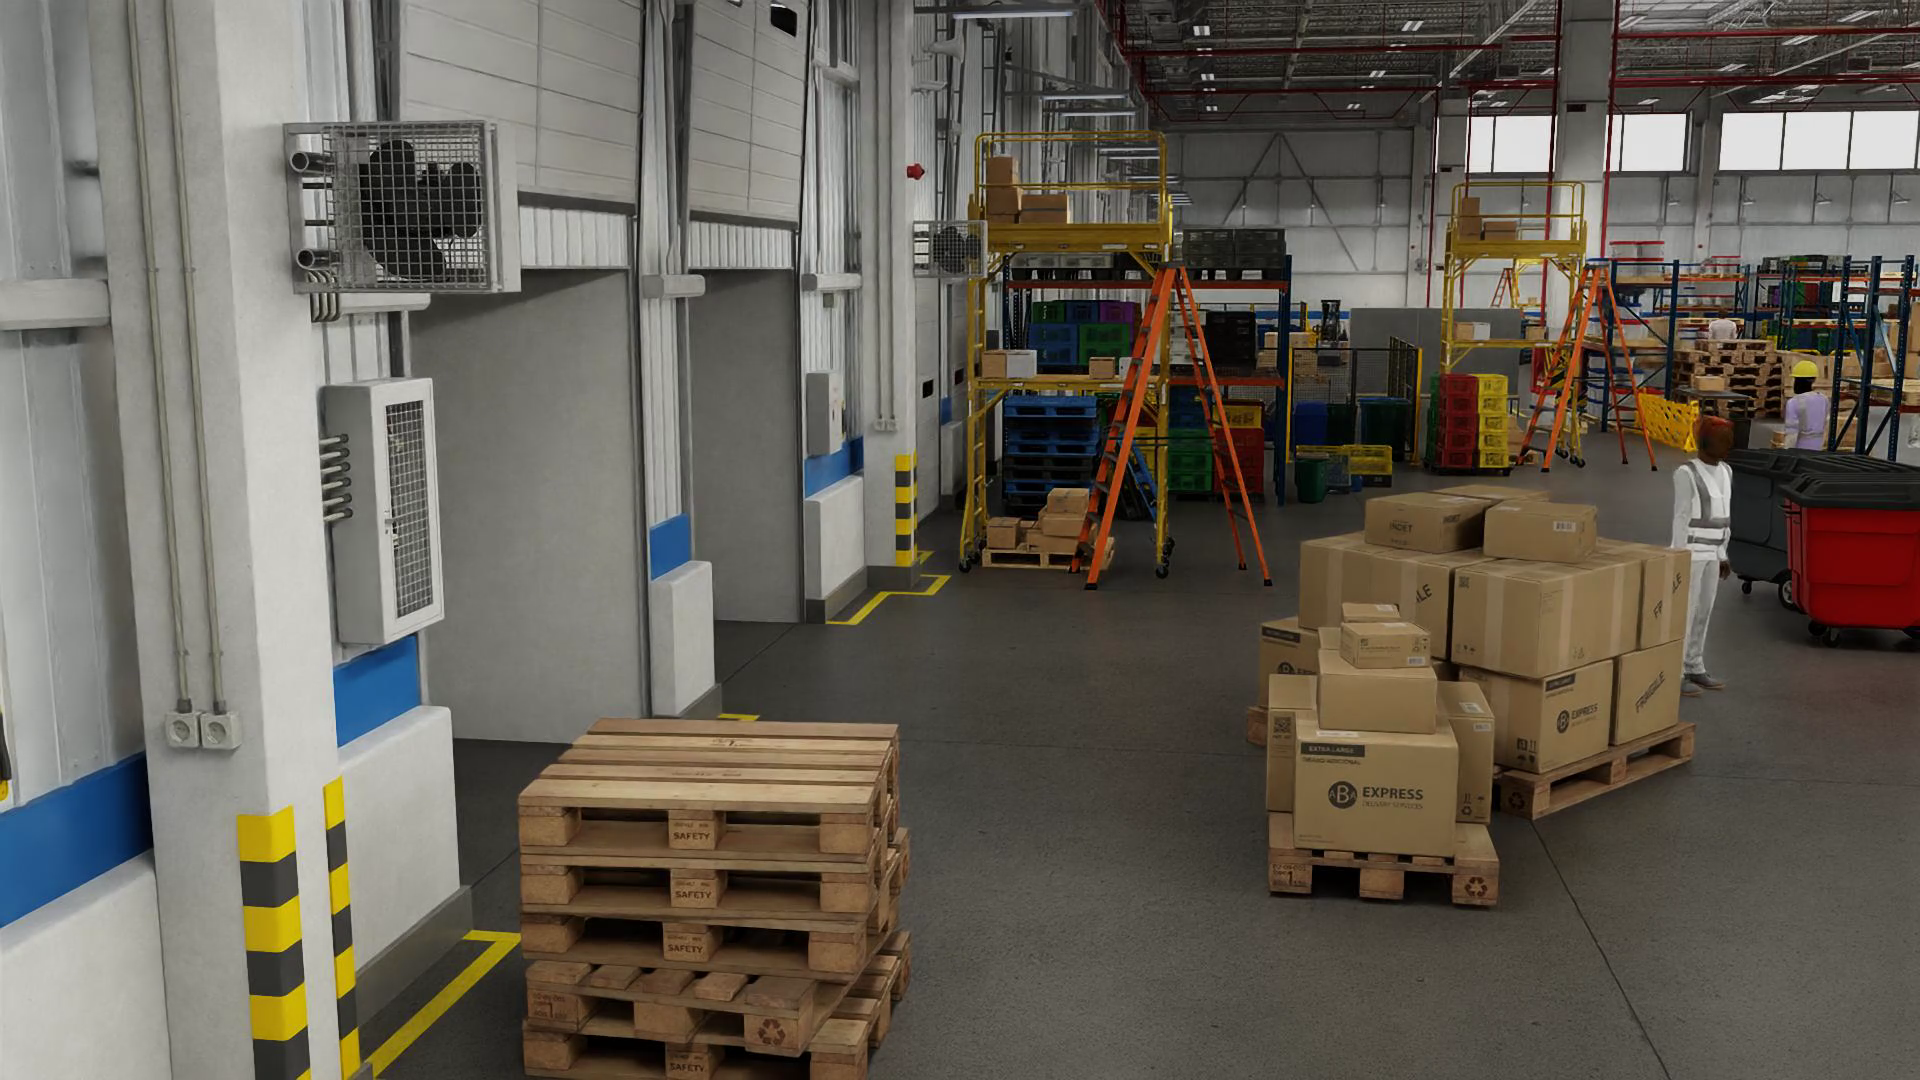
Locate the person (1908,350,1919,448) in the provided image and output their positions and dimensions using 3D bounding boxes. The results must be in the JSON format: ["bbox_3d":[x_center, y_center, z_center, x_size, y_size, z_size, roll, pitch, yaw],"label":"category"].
[{"bbox_3d":[15.503,-2.343,26.745,0.325,1.736,0.487,5,10,27],"label":"person"}]

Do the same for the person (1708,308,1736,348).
[{"bbox_3d":[18.300,-4.596,40.013,0.638,1.937,0.357,1,9,6],"label":"person"}]

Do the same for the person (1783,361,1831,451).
[{"bbox_3d":[8.635,-0.874,17.086,0.585,1.928,0.369,-5,10,-28],"label":"person"}]

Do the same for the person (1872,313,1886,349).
[{"bbox_3d":[26.224,-5.658,47.414,0.799,1.668,0.537,-2,9,-9],"label":"person"}]

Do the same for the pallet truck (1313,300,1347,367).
[{"bbox_3d":[11.159,-6.200,49.718,0.823,1.965,1.885,4,10,26],"label":"pallet truck"}]

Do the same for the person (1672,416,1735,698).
[{"bbox_3d":[4.990,0.111,11.188,0.620,1.877,0.361,-7,11,-37],"label":"person"}]

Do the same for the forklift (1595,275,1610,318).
[{"bbox_3d":[15.026,-5.007,39.649,1.129,2.768,1.873,-7,12,-37],"label":"forklift"}]
